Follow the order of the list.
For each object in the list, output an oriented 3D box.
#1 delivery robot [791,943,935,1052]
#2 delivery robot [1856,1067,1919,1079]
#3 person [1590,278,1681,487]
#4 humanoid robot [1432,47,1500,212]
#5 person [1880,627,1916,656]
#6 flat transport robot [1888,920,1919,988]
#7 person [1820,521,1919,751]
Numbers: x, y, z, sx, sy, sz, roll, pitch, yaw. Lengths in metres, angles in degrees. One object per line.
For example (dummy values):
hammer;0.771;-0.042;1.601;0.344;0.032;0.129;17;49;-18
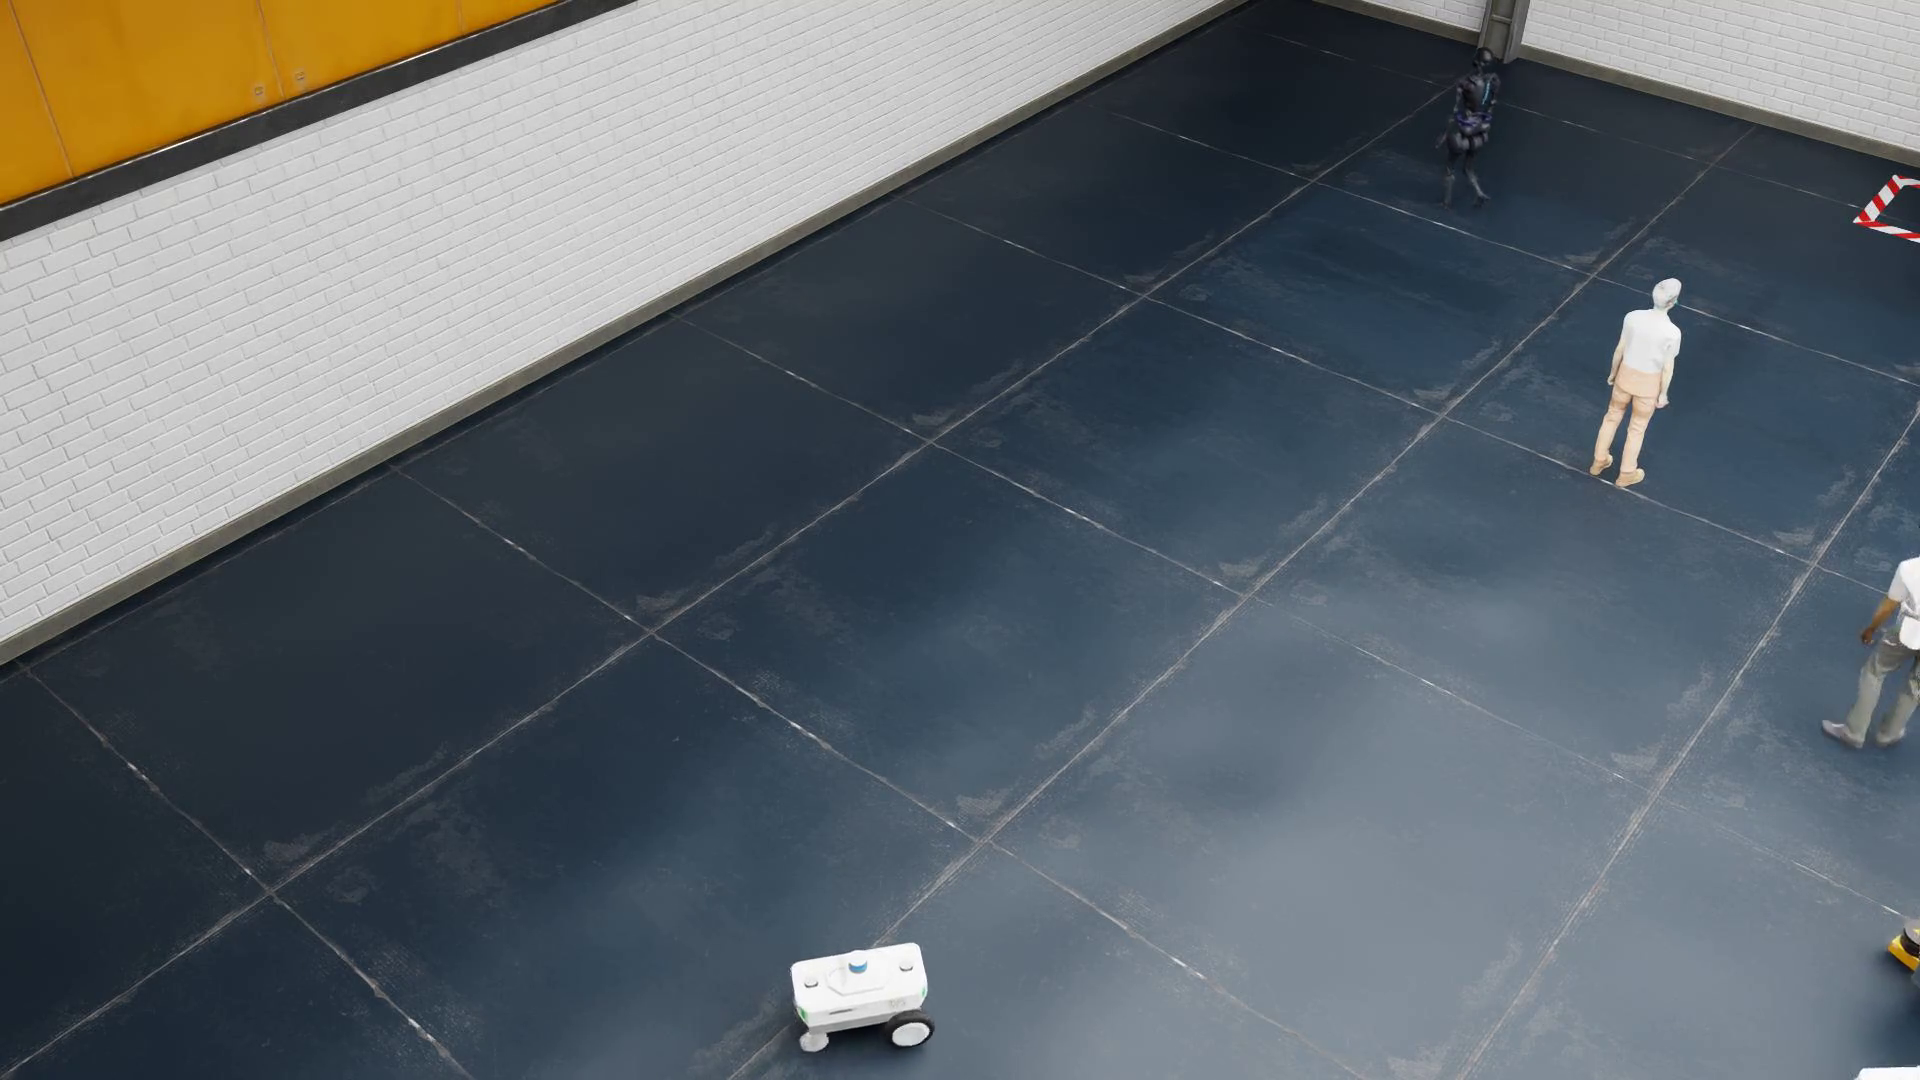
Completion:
delivery robot;-0.523;2.454;9.026;0.814;0.612;0.499;-7;39;-9
delivery robot;4.936;2.888;8.467;0.747;0.587;0.524;-1;39;-2
person;5.142;-1.202;12.599;0.327;1.748;0.482;-27;46;-30
humanoid robot;4.931;-3.906;16.020;0.599;1.641;0.510;-17;42;-20
person;6.723;0.138;10.883;0.592;1.809;0.733;-27;46;-29
flat transport robot;5.962;2.543;9.130;0.659;0.231;1.431;-22;44;-25
person;5.936;0.619;10.301;0.659;1.804;0.385;10;40;12
